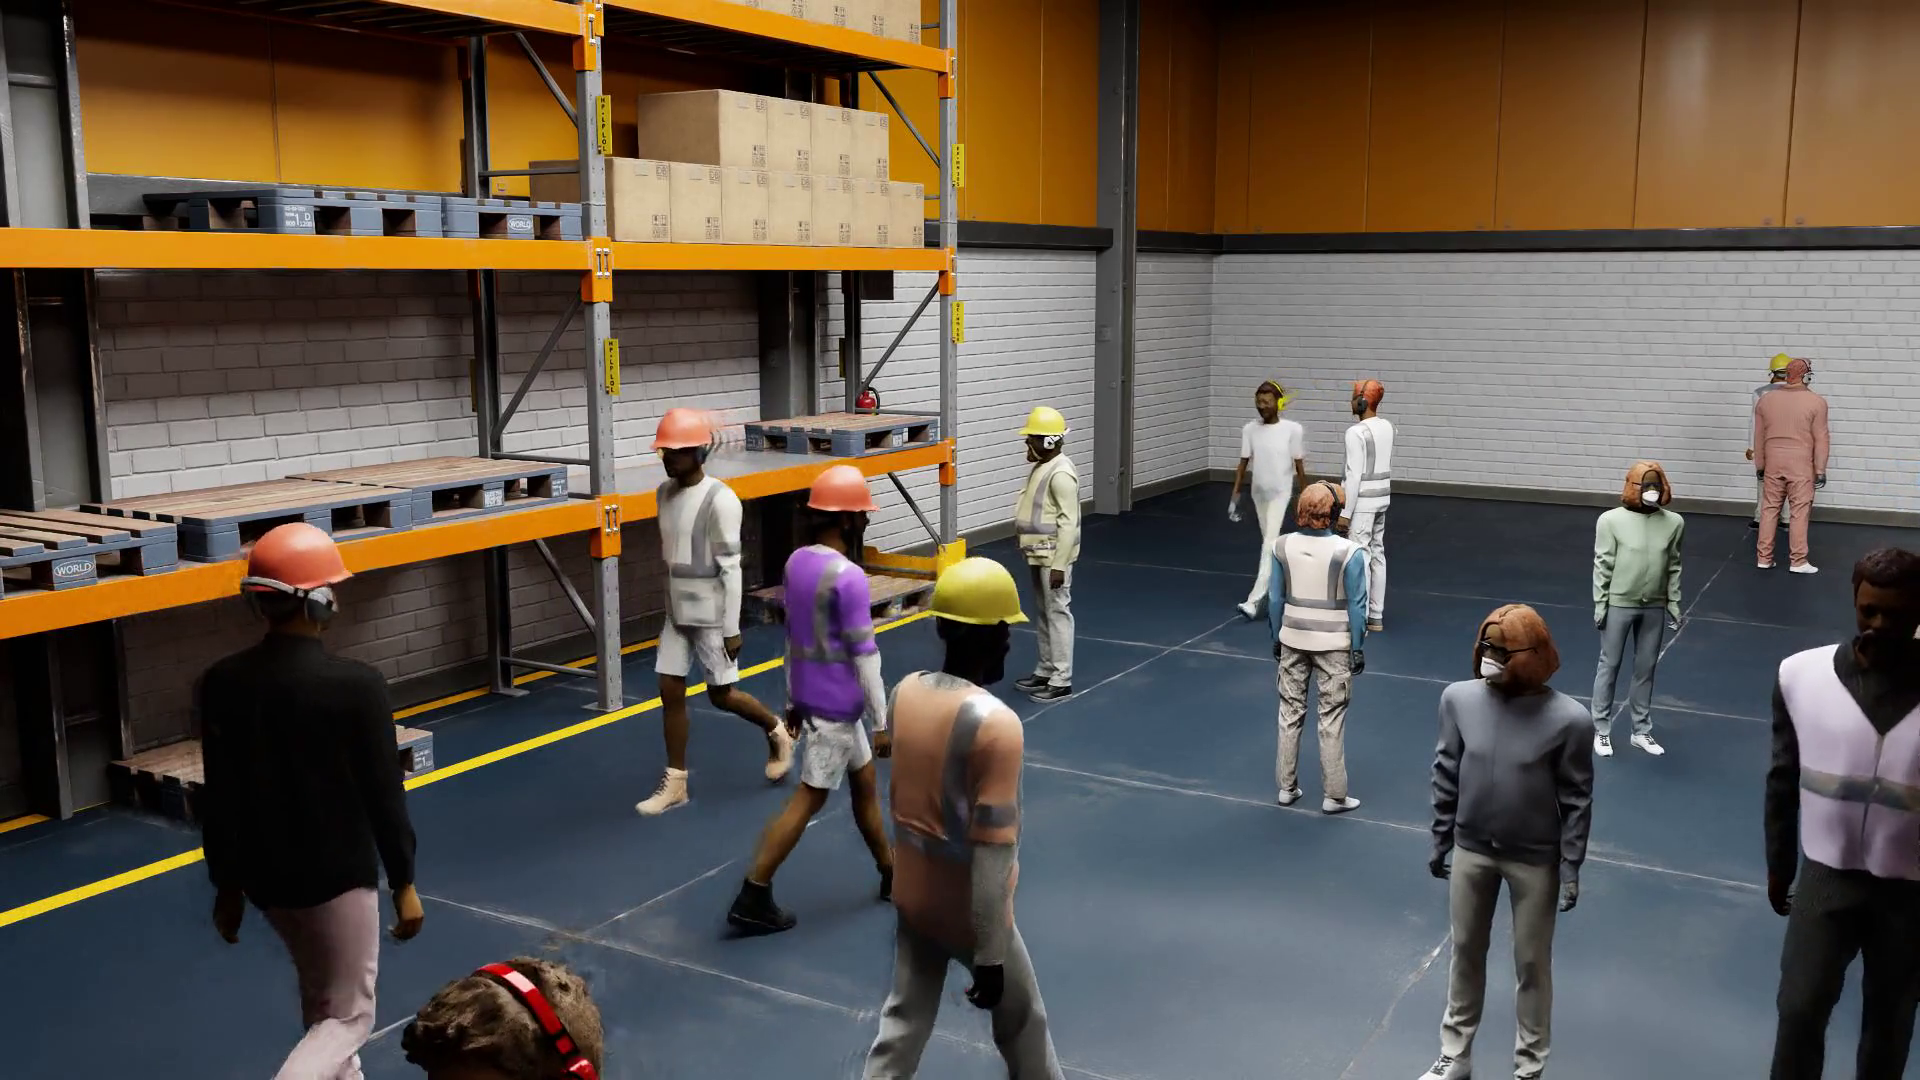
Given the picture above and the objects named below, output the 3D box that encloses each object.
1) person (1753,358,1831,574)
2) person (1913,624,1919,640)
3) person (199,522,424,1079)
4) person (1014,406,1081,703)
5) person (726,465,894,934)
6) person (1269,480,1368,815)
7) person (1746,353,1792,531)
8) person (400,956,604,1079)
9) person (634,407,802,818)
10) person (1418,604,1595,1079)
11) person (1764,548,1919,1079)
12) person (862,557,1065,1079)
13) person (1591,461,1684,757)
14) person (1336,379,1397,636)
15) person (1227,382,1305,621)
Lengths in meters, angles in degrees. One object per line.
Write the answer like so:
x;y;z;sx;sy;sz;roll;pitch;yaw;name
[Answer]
7.371;-0.655;14.731;0.409;1.907;0.651;-7;11;-37;person
7.084;-0.011;11.510;0.533;1.646;0.916;-5;10;-28;person
-1.844;0.936;4.615;0.622;1.970;0.868;4;10;24;person
0.541;0.088;10.315;0.404;1.833;0.591;-2;9;-11;person
-0.524;0.639;6.729;1.006;1.889;0.564;-5;10;-27;person
1.752;0.527;8.178;0.513;1.641;0.309;7;11;37;person
8.374;-0.995;17.073;0.589;1.834;0.403;0;9;2;person
-0.474;1.404;2.140;0.595;1.814;0.541;5;10;28;person
-1.212;0.333;8.257;0.615;2.018;0.877;9;13;44;person
1.720;1.001;5.245;0.501;1.631;0.287;7;12;38;person
2.540;0.972;4.631;0.596;1.896;0.688;5;10;30;person
0.055;0.975;4.641;0.990;1.870;0.616;-7;11;-35;person
3.718;0.377;9.138;0.497;1.633;0.283;-1;9;-5;person
2.962;-0.238;12.198;0.355;1.885;0.574;8;12;42;person
2.335;-0.301;12.790;0.558;1.814;0.975;7;12;39;person
